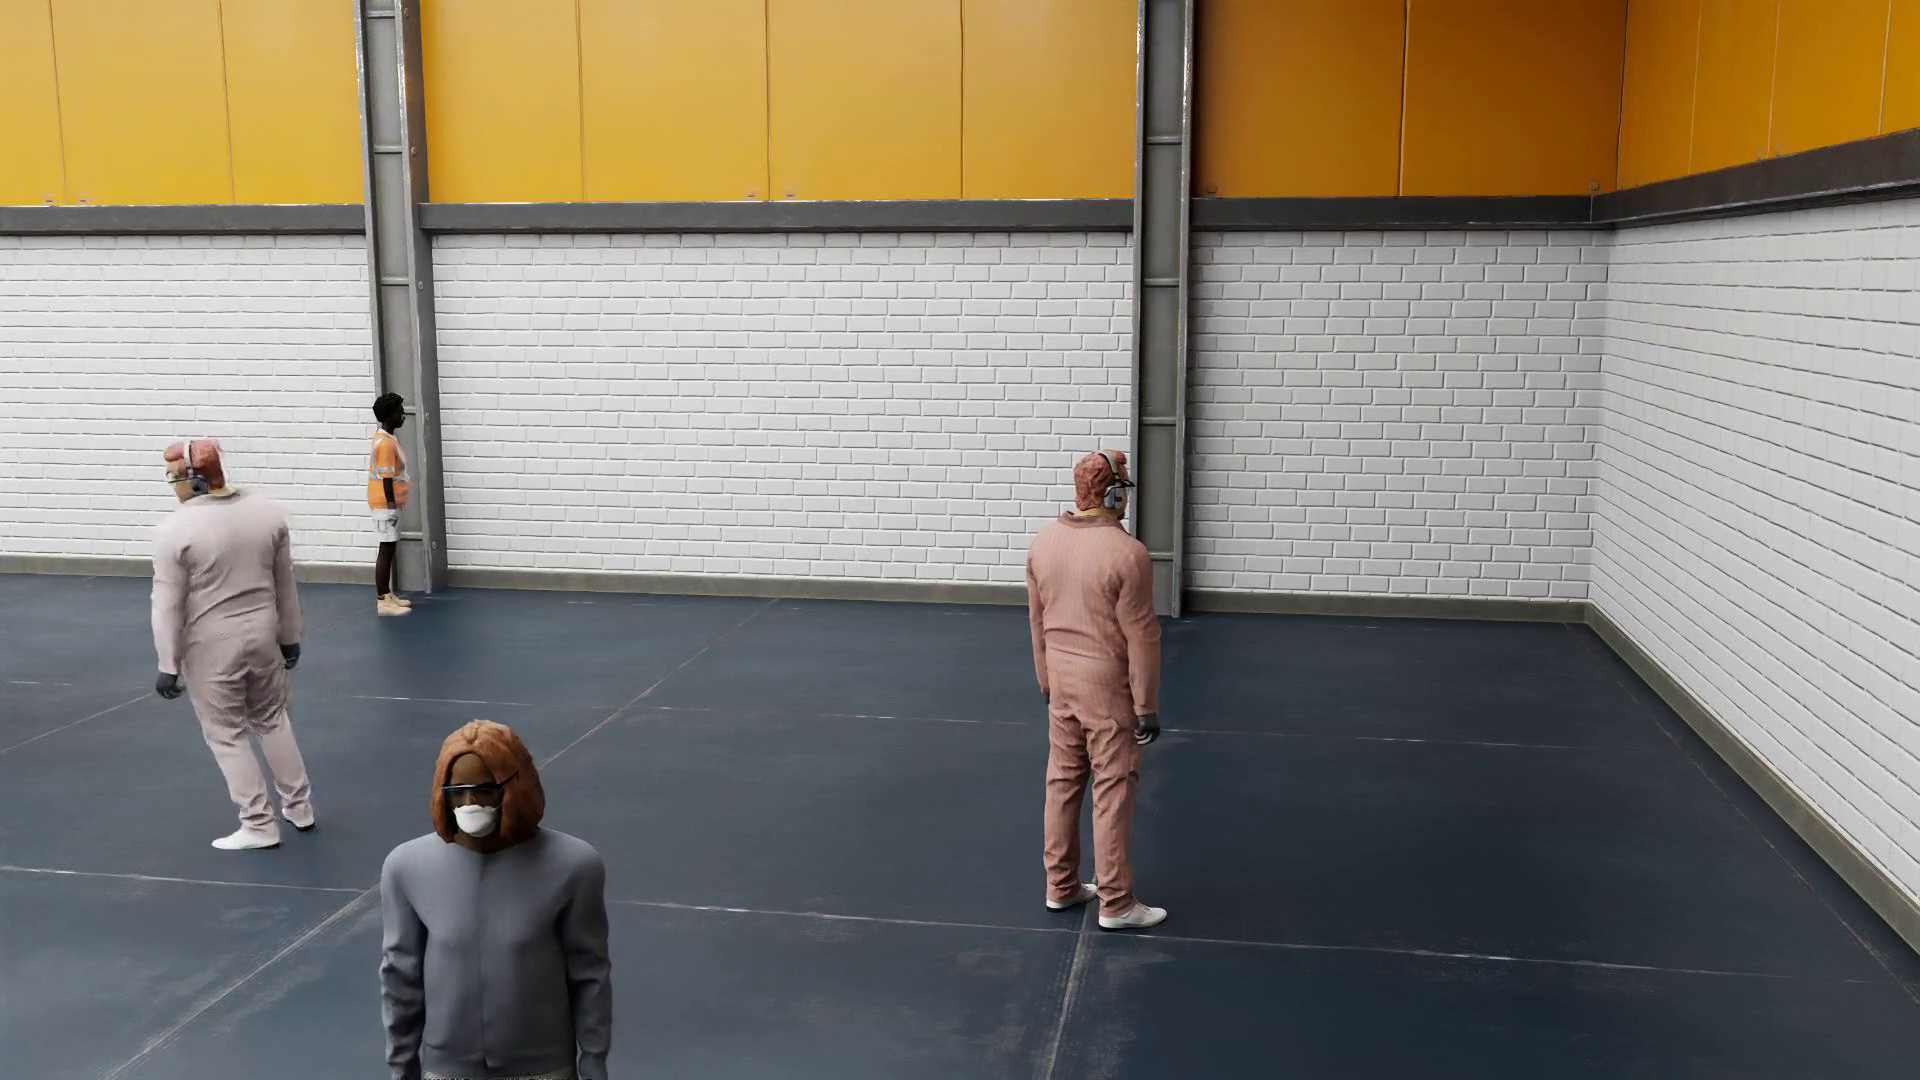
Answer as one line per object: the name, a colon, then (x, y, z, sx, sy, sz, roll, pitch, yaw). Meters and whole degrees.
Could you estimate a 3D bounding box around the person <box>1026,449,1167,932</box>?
person: (0.560, 0.592, 6.613, 0.408, 1.909, 0.642, -8, 12, -41)

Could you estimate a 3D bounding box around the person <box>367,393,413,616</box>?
person: (-4.323, -0.268, 12.600, 0.321, 1.690, 0.529, -3, 10, -18)

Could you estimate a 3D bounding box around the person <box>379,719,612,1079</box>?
person: (-1.031, 1.194, 3.737, 0.503, 1.632, 0.274, -1, 9, -5)

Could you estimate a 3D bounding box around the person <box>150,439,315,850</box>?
person: (-3.284, 0.477, 7.443, 0.431, 1.880, 0.697, 5, 10, 28)
